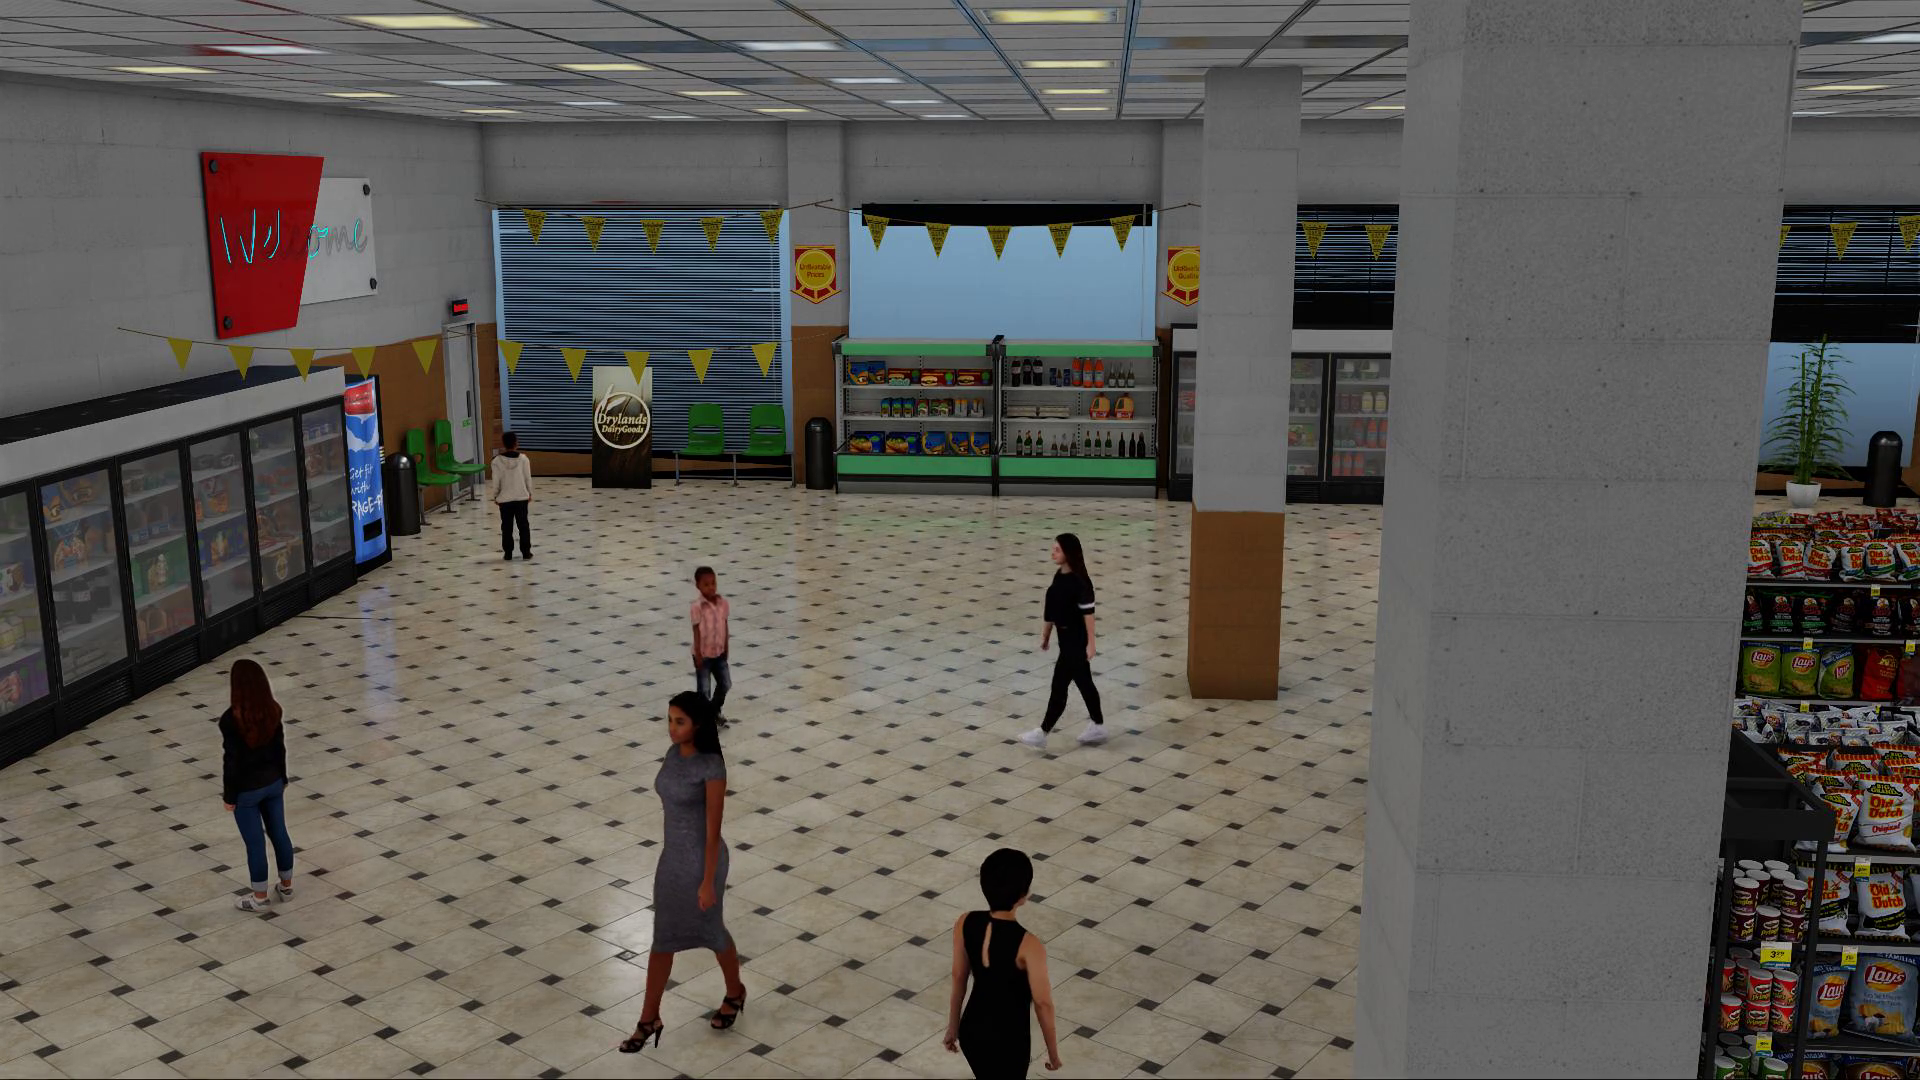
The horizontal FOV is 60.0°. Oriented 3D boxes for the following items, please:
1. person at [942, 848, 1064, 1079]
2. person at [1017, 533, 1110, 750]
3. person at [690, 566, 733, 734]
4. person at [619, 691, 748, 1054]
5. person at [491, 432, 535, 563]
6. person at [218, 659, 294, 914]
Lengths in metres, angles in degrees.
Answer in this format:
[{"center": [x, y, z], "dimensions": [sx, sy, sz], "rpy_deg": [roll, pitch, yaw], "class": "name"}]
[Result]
[{"center": [0.087, 1.997, 6.458], "dimensions": [0.791, 1.583, 0.849], "rpy_deg": [10, 15, 39], "class": "person"}, {"center": [0.911, 0.750, 12.316], "dimensions": [1.101, 1.608, 0.928], "rpy_deg": [-6, 13, -25], "class": "person"}, {"center": [-1.949, 0.829, 12.695], "dimensions": [0.582, 1.298, 0.646], "rpy_deg": [-10, 15, -39], "class": "person"}, {"center": [-1.215, 1.582, 8.021], "dimensions": [0.984, 1.750, 0.992], "rpy_deg": [11, 16, 41], "class": "person"}, {"center": [-4.988, -0.483, 18.556], "dimensions": [0.564, 1.450, 0.702], "rpy_deg": [-3, 12, -14], "class": "person"}, {"center": [-4.036, 1.397, 9.547], "dimensions": [0.624, 1.483, 0.632], "rpy_deg": [7, 14, 29], "class": "person"}]
